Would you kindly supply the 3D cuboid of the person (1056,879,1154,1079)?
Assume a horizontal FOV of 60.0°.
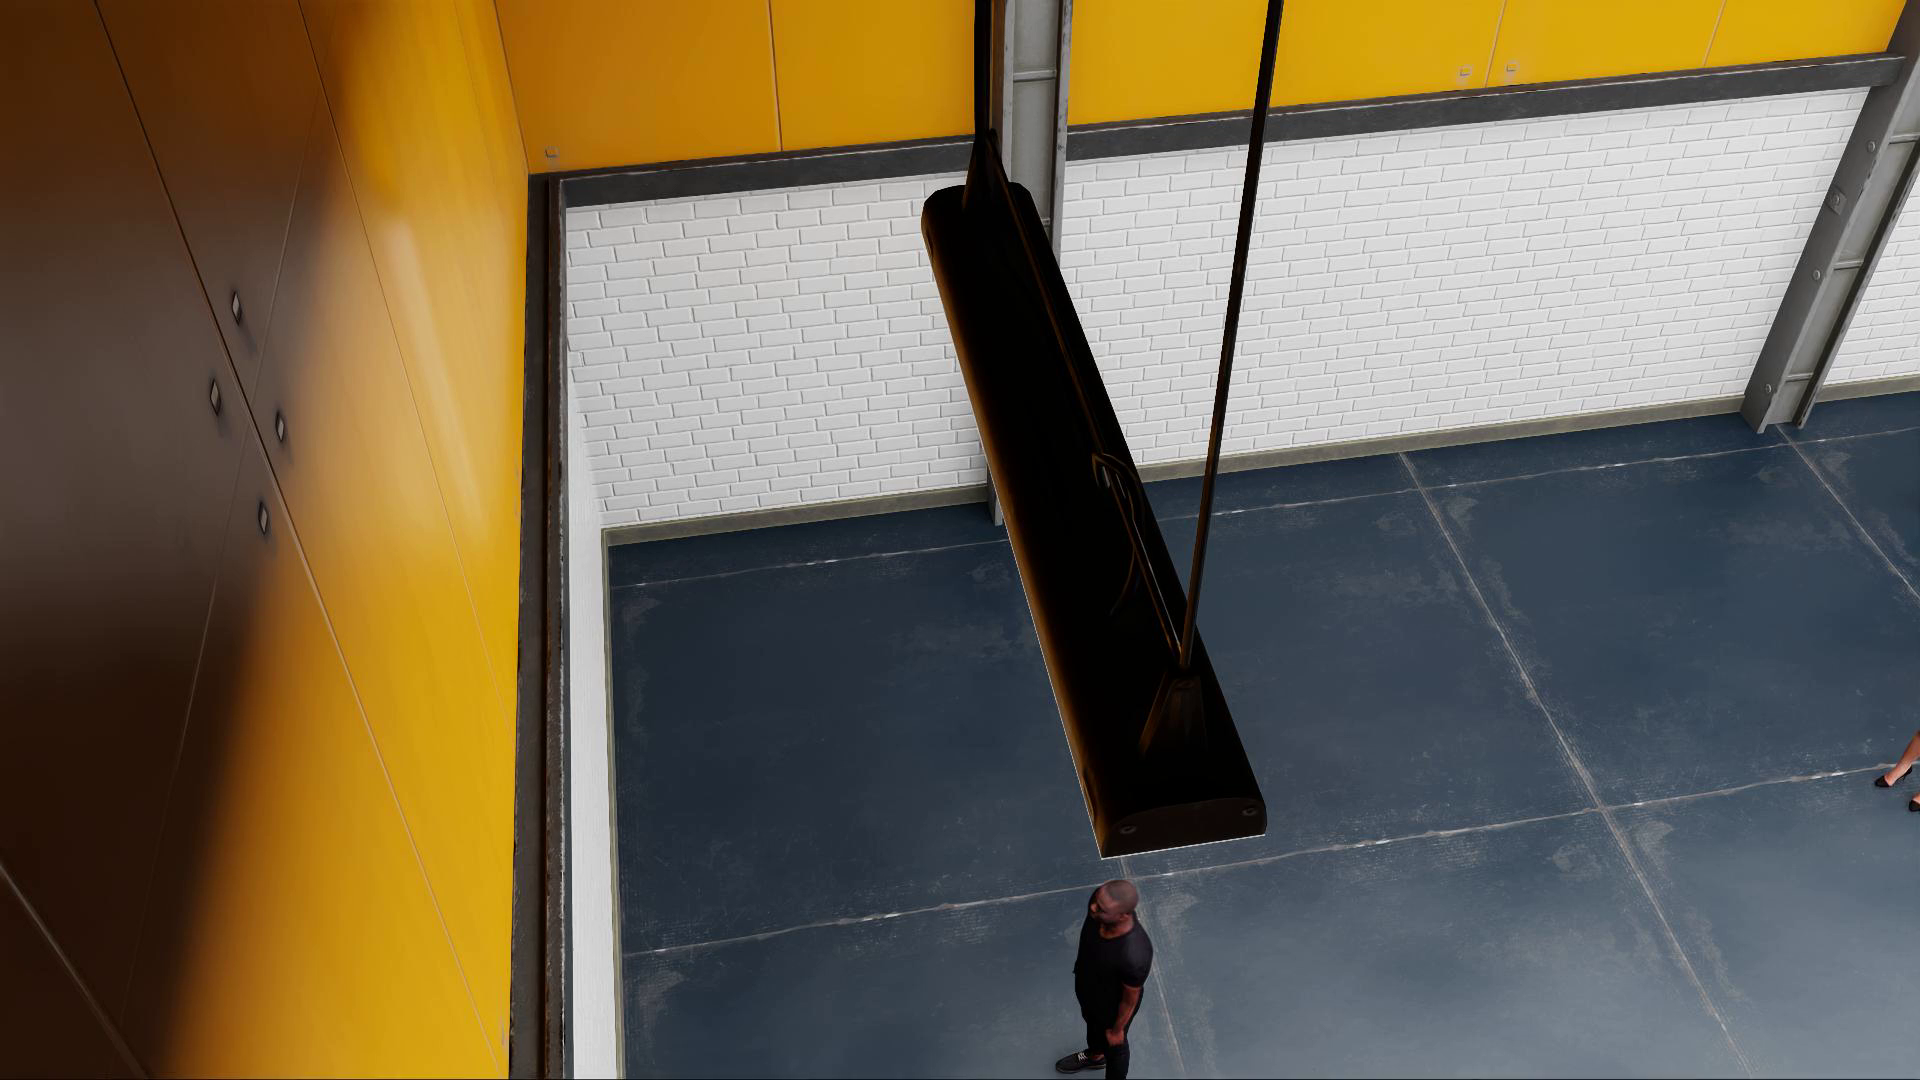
[{"bbox_3d":[0.740,2.251,8.297,0.629,1.820,0.706,-15,46,-15],"label":"person"}]
